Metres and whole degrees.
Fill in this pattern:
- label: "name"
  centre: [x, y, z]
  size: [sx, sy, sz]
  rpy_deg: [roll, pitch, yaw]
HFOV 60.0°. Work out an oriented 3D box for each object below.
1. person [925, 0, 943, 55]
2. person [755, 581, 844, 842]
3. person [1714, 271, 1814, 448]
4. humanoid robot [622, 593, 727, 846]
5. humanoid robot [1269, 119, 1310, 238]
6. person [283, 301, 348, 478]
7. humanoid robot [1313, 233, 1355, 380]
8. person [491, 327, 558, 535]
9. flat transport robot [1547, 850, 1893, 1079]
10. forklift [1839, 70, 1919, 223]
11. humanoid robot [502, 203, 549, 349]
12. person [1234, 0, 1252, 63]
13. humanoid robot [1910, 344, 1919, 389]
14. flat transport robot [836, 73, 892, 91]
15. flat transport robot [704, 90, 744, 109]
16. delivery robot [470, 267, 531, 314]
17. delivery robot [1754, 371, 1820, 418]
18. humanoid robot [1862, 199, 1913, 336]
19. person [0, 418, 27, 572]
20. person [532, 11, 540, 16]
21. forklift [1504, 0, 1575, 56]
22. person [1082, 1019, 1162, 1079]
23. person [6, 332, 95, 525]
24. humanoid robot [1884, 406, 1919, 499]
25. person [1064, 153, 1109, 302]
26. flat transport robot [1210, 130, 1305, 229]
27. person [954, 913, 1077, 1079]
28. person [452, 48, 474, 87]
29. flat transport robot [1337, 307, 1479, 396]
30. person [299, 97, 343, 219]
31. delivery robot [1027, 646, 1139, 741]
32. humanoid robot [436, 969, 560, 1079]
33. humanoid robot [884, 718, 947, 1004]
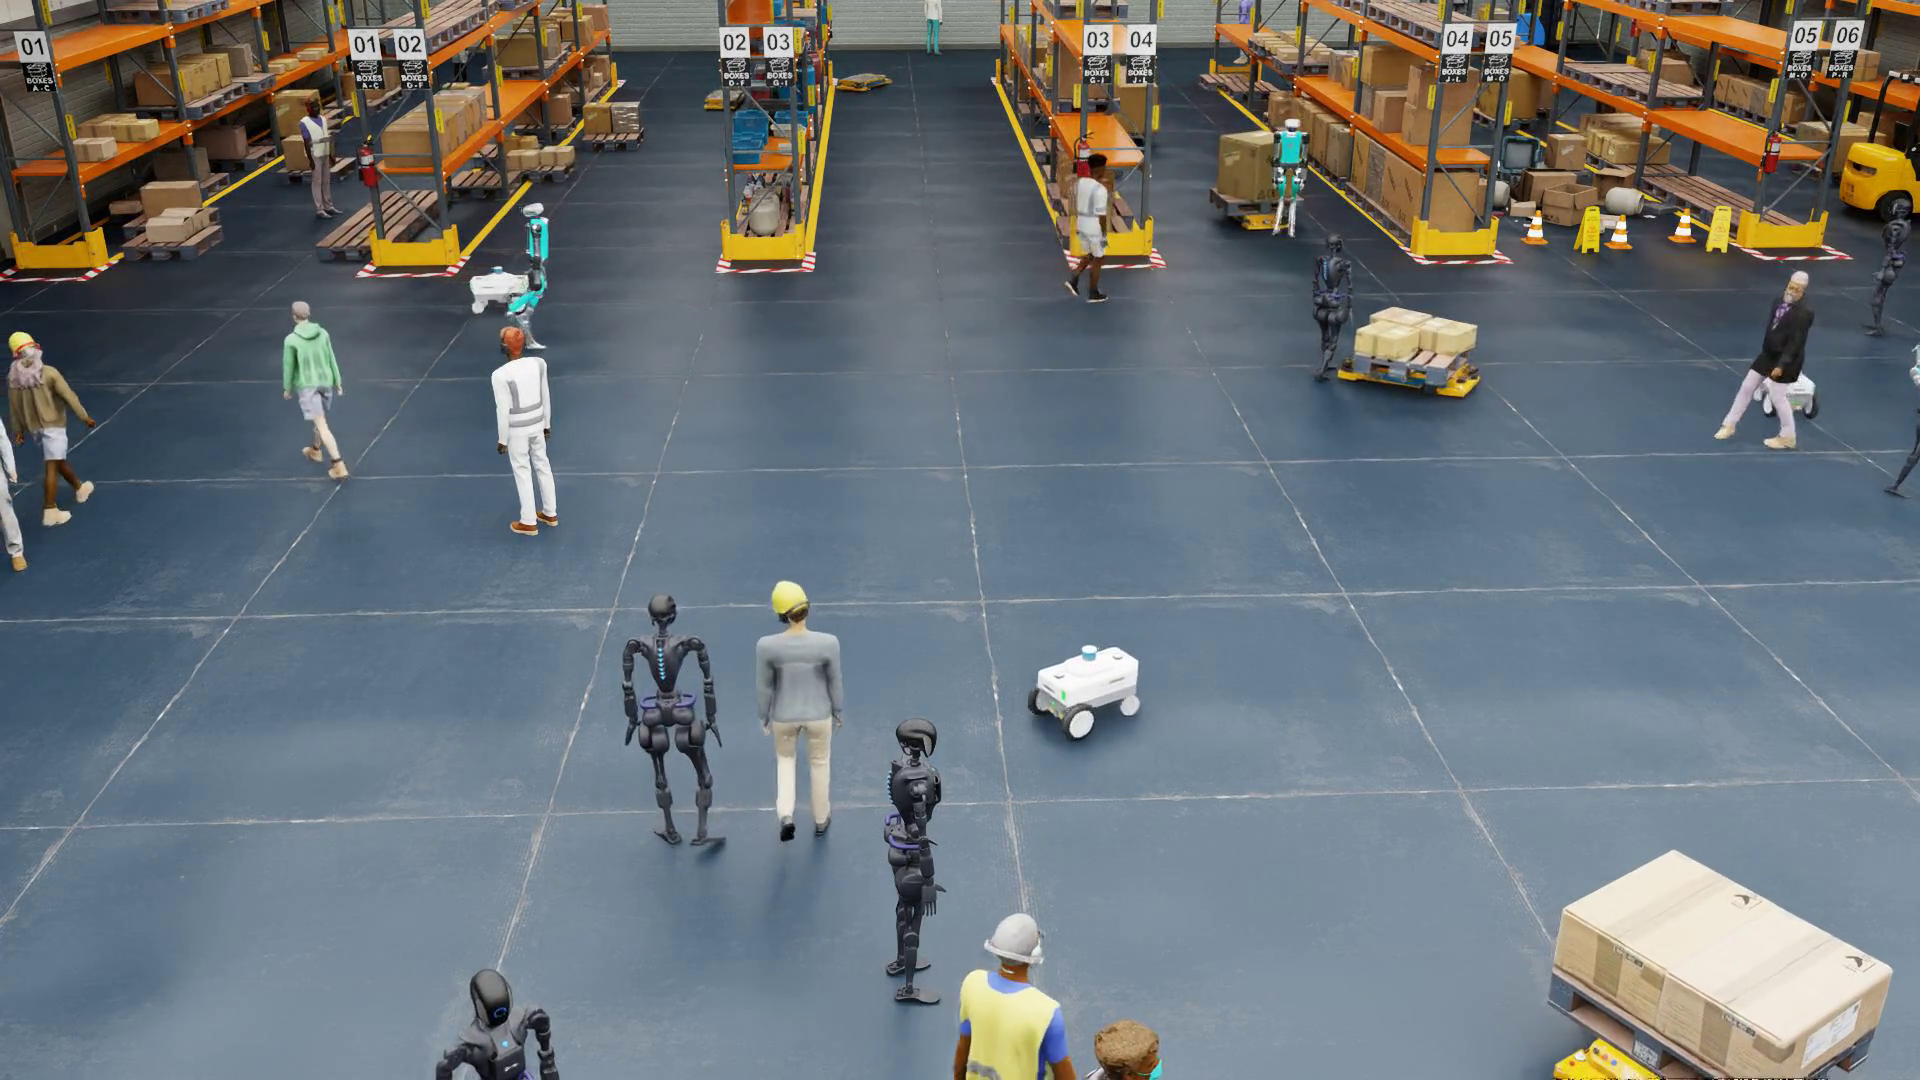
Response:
- label: "person"
  centre: [-0.661, -13.335, 42.594]
  size: [0.532, 1.766, 0.324]
  rpy_deg: [18, 30, 35]
- label: "person"
  centre: [-0.979, 1.088, 10.203]
  size: [0.532, 1.744, 0.504]
  rpy_deg: [1, 24, 2]
- label: "person"
  centre: [8.145, -1.816, 16.666]
  size: [0.632, 1.812, 0.621]
  rpy_deg: [-5, 24, -10]
- label: "humanoid robot"
  centre: [-1.777, 1.137, 10.196]
  size: [0.608, 1.645, 0.478]
  rpy_deg: [0, 24, -1]
- label: "humanoid robot"
  centre: [4.914, -5.413, 24.811]
  size: [0.530, 1.784, 0.721]
  rpy_deg: [6, 25, 12]
- label: "person"
  centre: [-6.221, -1.467, 16.017]
  size: [0.954, 1.690, 0.490]
  rpy_deg: [19, 30, 36]
- label: "humanoid robot"
  centre: [4.183, -2.627, 18.666]
  size: [0.610, 1.637, 0.588]
  rpy_deg: [-19, 30, -36]
- label: "person"
  centre: [-3.838, -0.963, 14.651]
  size: [0.338, 1.882, 0.582]
  rpy_deg: [16, 29, 32]
- label: "flat transport robot"
  centre: [3.800, 2.616, 8.595]
  size: [1.431, 0.231, 0.659]
  rpy_deg: [-15, 28, -31]
- label: "forklift"
  centre: [15.132, -6.143, 25.915]
  size: [2.313, 2.155, 1.214]
  rpy_deg: [-1, 24, -2]
- label: "humanoid robot"
  centre: [-5.114, -2.991, 19.519]
  size: [0.717, 1.892, 0.546]
  rpy_deg: [-2, 24, -5]
- label: "person"
  centre: [7.059, -12.752, 41.249]
  size: [0.393, 1.796, 0.594]
  rpy_deg: [11, 26, 23]
- label: "humanoid robot"
  centre: [10.273, -2.085, 17.337]
  size: [0.675, 1.772, 0.554]
  rpy_deg: [8, 25, 17]
- label: "flat transport robot"
  centre: [-2.188, -10.434, 37.917]
  size: [0.659, 0.231, 1.431]
  rpy_deg: [12, 27, 25]
- label: "flat transport robot"
  centre: [-5.055, -9.438, 35.680]
  size: [0.659, 0.231, 1.431]
  rpy_deg: [1, 24, 1]
- label: "delivery robot"
  centre: [-5.876, -3.202, 21.307]
  size: [0.790, 0.589, 0.499]
  rpy_deg: [-2, 24, -4]
- label: "delivery robot"
  centre: [8.825, -1.621, 17.772]
  size: [0.499, 0.601, 0.783]
  rpy_deg: [1, 24, 2]
- label: "humanoid robot"
  centre: [11.261, -3.311, 20.179]
  size: [0.325, 1.657, 0.591]
  rpy_deg: [15, 28, 30]
- label: "person"
  centre: [-8.192, -0.606, 13.851]
  size: [0.571, 1.889, 0.383]
  rpy_deg: [-10, 26, -21]
- label: "person"
  centre: [-10.472, -12.628, 40.888]
  size: [0.376, 1.863, 0.520]
  rpy_deg: [-8, 25, -17]
- label: "forklift"
  centre: [14.700, -13.805, 42.301]
  size: [1.873, 2.768, 1.129]
  rpy_deg: [-1, 24, -2]
- label: "person"
  centre: [0.592, 2.662, 6.485]
  size: [0.377, 1.913, 0.491]
  rpy_deg: [0, 24, 0]
- label: "person"
  centre: [-8.240, -1.038, 15.038]
  size: [0.547, 1.704, 0.891]
  rpy_deg: [3, 24, 6]
- label: "humanoid robot"
  centre: [9.052, -1.110, 15.261]
  size: [0.585, 1.631, 0.711]
  rpy_deg: [-19, 30, -36]
- label: "person"
  centre: [1.682, -4.009, 21.416]
  size: [0.493, 1.947, 0.625]
  rpy_deg: [-14, 28, -29]
- label: "flat transport robot"
  centre: [4.594, -5.076, 25.877]
  size: [0.659, 0.231, 1.431]
  rpy_deg: [-3, 24, -7]
- label: "person"
  centre: [0.235, 2.416, 7.124]
  size: [0.518, 1.842, 1.023]
  rpy_deg: [21, 31, 38]
- label: "person"
  centre: [-11.301, -11.064, 37.570]
  size: [0.539, 1.698, 0.317]
  rpy_deg: [15, 28, 31]
- label: "flat transport robot"
  centre: [5.042, -1.881, 18.700]
  size: [1.431, 0.231, 0.659]
  rpy_deg: [13, 27, 27]
- label: "person"
  centre: [-9.999, -5.965, 25.936]
  size: [0.389, 1.847, 0.562]
  rpy_deg: [6, 25, 13]
- label: "delivery robot"
  centre: [0.899, 1.037, 11.787]
  size: [0.791, 0.592, 0.499]
  rpy_deg: [-15, 28, -30]
- label: "humanoid robot"
  centre: [-1.972, 2.514, 7.152]
  size: [0.609, 1.617, 0.786]
  rpy_deg: [-22, 32, -40]
- label: "humanoid robot"
  centre: [-0.244, 1.687, 8.932]
  size: [0.315, 1.657, 0.599]
  rpy_deg: [-3, 24, -8]
